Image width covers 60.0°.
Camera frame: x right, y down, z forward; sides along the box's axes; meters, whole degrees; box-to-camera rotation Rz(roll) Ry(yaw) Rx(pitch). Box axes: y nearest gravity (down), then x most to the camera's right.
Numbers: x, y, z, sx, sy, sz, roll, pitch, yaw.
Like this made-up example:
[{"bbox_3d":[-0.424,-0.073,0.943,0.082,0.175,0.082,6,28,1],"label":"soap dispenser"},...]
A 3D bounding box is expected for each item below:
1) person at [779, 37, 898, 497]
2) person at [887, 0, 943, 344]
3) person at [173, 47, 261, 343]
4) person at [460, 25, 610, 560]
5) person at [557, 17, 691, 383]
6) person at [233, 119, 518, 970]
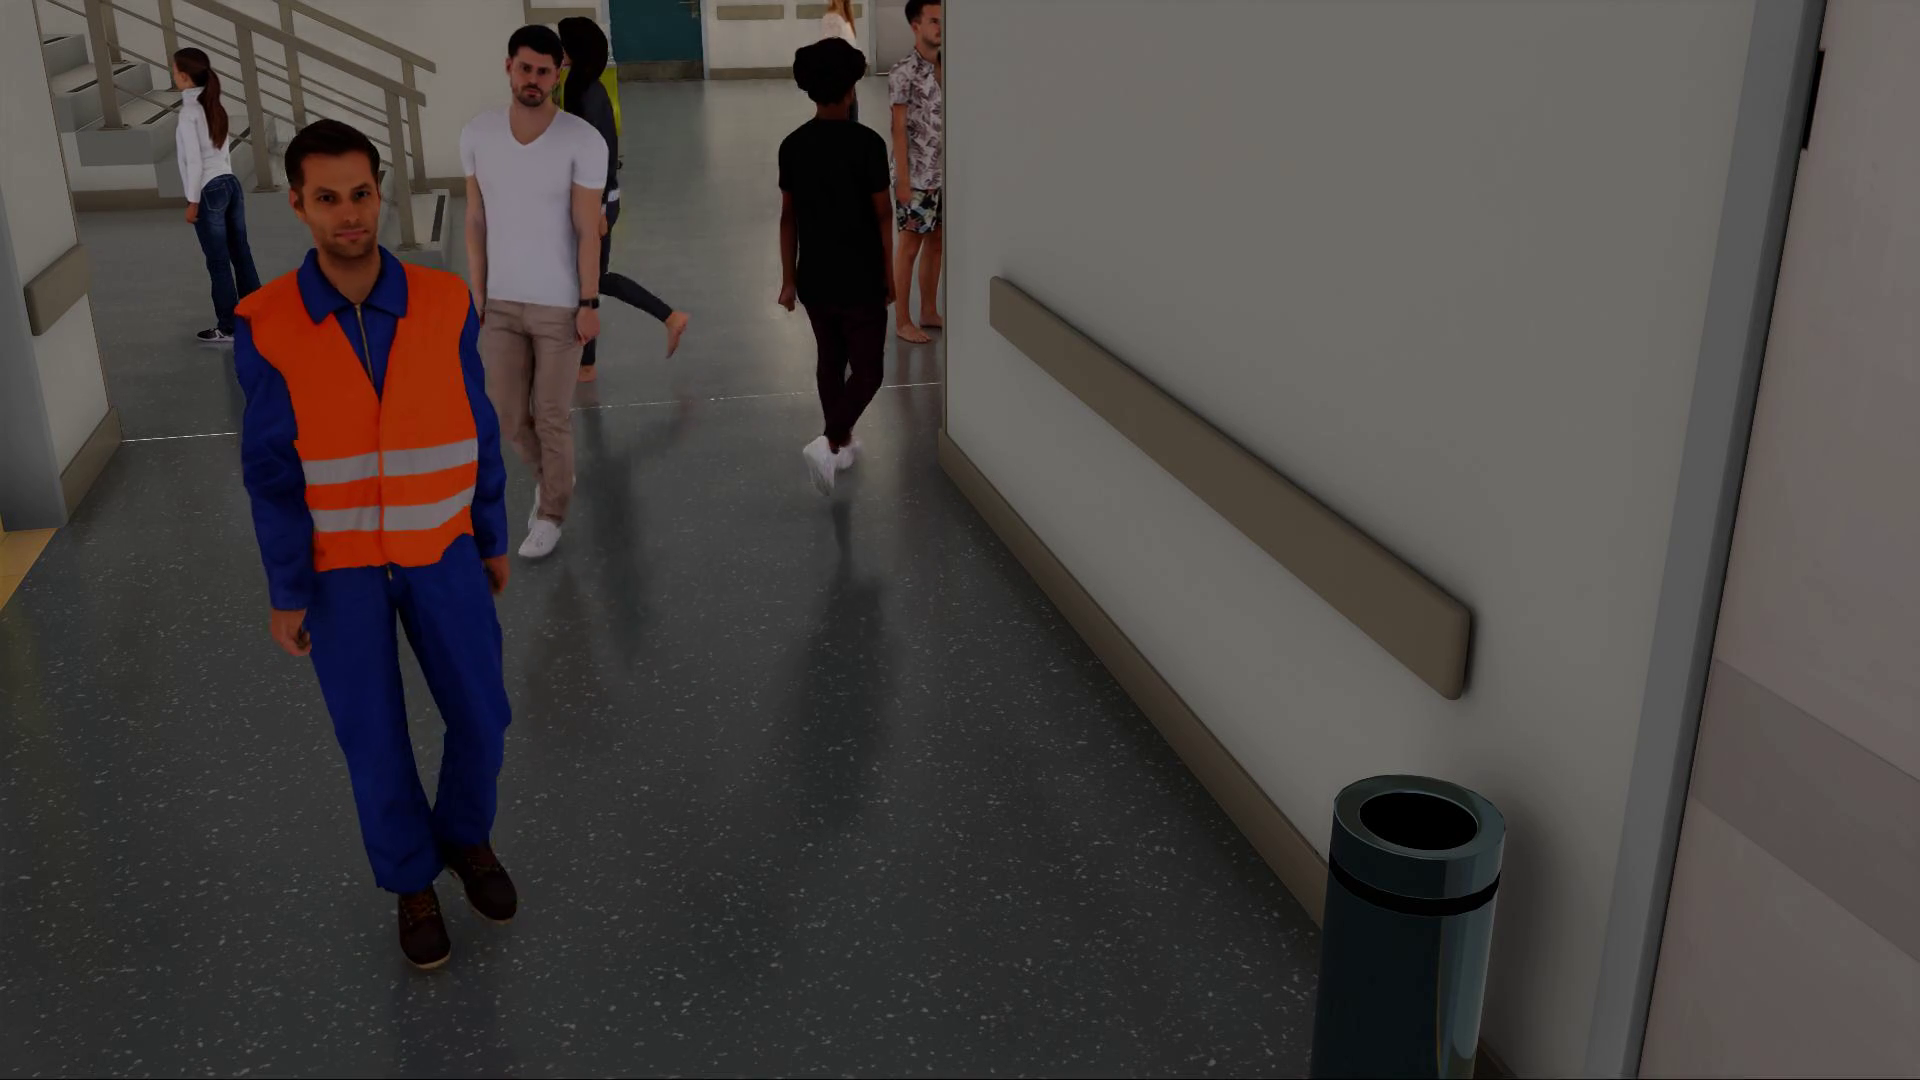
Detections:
[{"bbox_3d":[-0.492,-1.039,6.558,1.040,1.751,1.030,8,22,20],"label":"person"},{"bbox_3d":[-0.204,-2.025,9.071,0.812,1.816,0.723,15,25,34],"label":"person"},{"bbox_3d":[-4.041,-1.870,9.026,0.644,1.558,0.619,4,21,12],"label":"person"},{"bbox_3d":[-1.457,-0.862,5.935,0.812,1.862,0.910,5,21,14],"label":"person"},{"bbox_3d":[-1.725,-1.647,8.162,0.969,1.753,0.629,-5,21,-13],"label":"person"},{"bbox_3d":[-1.246,0.035,3.577,0.676,1.854,0.808,-10,23,-25],"label":"person"}]
